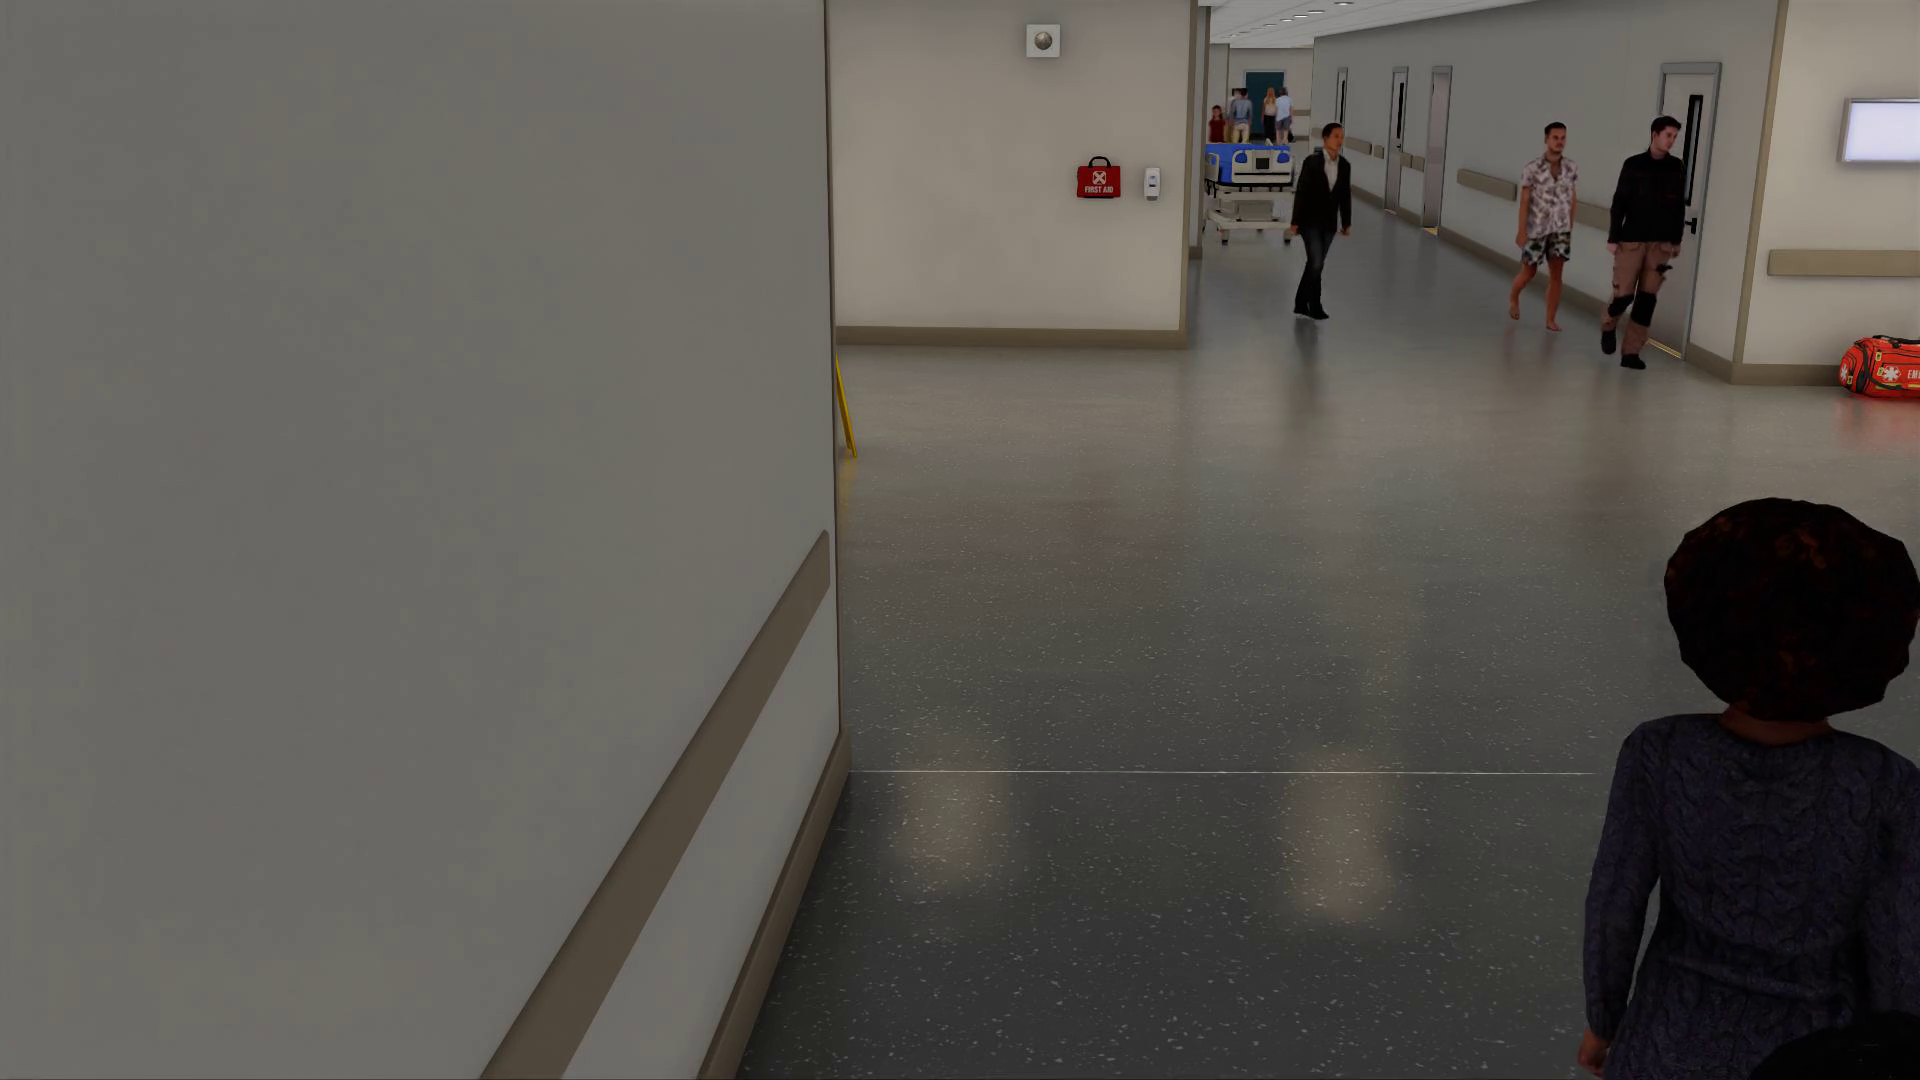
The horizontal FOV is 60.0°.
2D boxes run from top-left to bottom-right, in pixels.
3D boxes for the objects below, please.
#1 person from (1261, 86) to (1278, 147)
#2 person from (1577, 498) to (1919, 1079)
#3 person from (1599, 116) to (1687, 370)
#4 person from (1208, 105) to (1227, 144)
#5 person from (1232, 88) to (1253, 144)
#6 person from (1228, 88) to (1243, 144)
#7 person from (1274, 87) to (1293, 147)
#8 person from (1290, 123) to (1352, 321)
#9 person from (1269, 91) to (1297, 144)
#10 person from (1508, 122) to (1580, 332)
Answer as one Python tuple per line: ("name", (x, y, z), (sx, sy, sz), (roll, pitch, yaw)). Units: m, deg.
("person", (8.986, -12.175, 48.119), (0.945, 1.803, 0.830), (4, 16, 15))
("person", (1.069, 0.790, 2.305), (0.616, 1.708, 0.745), (11, 19, 33))
("person", (5.264, -2.281, 12.843), (0.821, 1.900, 0.757), (1, 16, 5))
("person", (5.435, -8.382, 35.149), (0.802, 1.531, 0.658), (3, 16, 12))
("person", (7.007, -10.321, 41.475), (0.615, 1.838, 0.768), (6, 17, 20))
("person", (7.858, -11.807, 46.846), (1.134, 1.784, 1.080), (12, 20, 37))
("person", (9.124, -11.861, 47.030), (1.136, 1.788, 0.769), (2, 16, 9))
("person", (3.269, -2.941, 15.420), (0.949, 1.772, 0.976), (-7, 17, -23))
("person", (10.238, -13.452, 52.979), (1.072, 1.622, 0.586), (1, 16, 4))
("person", (5.192, -2.785, 14.835), (1.006, 1.789, 0.801), (0, 16, -1))
